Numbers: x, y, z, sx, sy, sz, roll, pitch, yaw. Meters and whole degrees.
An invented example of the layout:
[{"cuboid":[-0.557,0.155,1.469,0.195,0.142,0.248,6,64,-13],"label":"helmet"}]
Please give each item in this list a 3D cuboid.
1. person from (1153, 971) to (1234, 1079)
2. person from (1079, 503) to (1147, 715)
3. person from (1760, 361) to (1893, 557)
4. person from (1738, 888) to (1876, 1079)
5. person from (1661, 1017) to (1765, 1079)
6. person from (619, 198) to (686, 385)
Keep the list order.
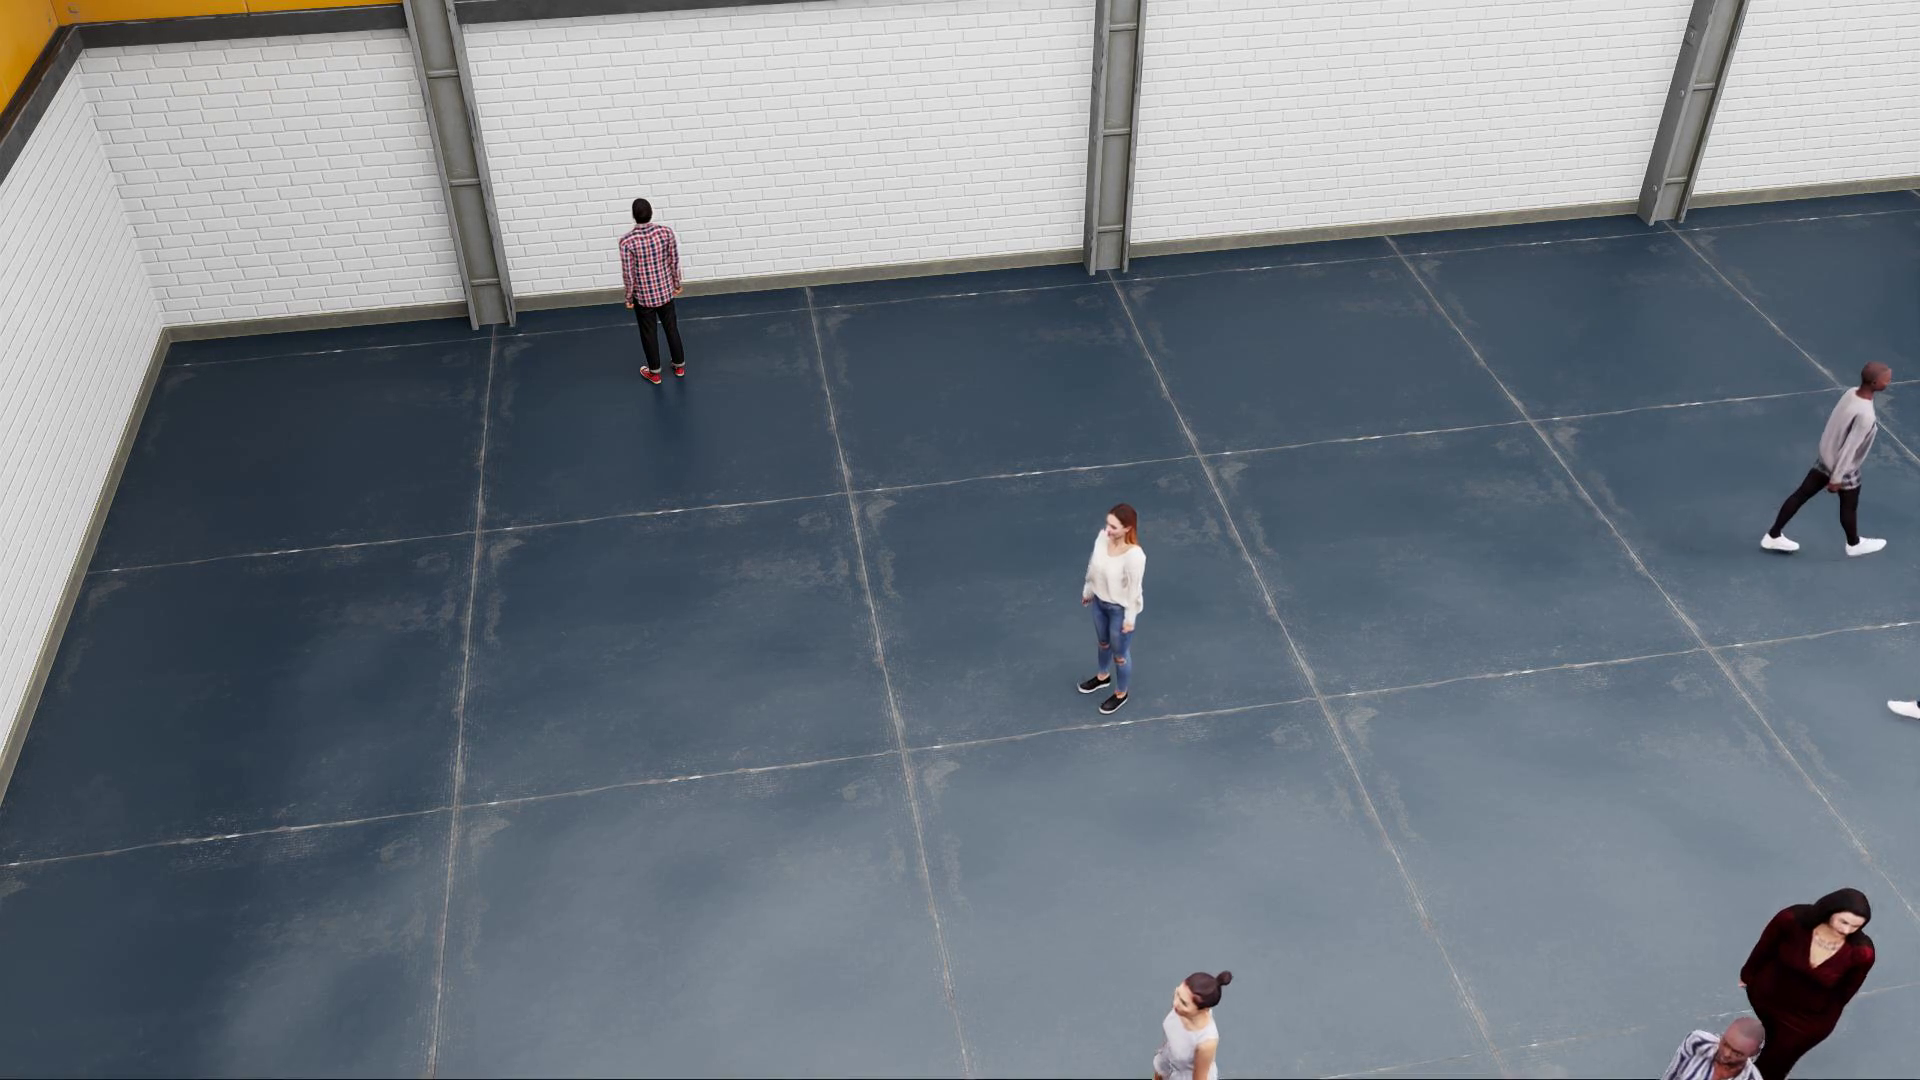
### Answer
[{"cuboid":[1.237,2.715,8.570,0.688,1.601,0.603,-9,39,-11],"label":"person"},{"cuboid":[1.055,0.436,11.350,0.702,1.693,0.707,-23,44,-26],"label":"person"},{"cuboid":[6.543,-0.589,12.600,1.184,1.734,0.851,4,39,5],"label":"person"},{"cuboid":[4.485,2.380,8.906,1.109,1.705,1.242,30,47,32],"label":"person"},{"cuboid":[3.664,2.878,8.234,1.144,1.765,0.866,-21,43,-24],"label":"person"},{"cuboid":[-2.700,-2.195,14.590,0.660,1.761,0.830,-21,43,-25],"label":"person"}]
